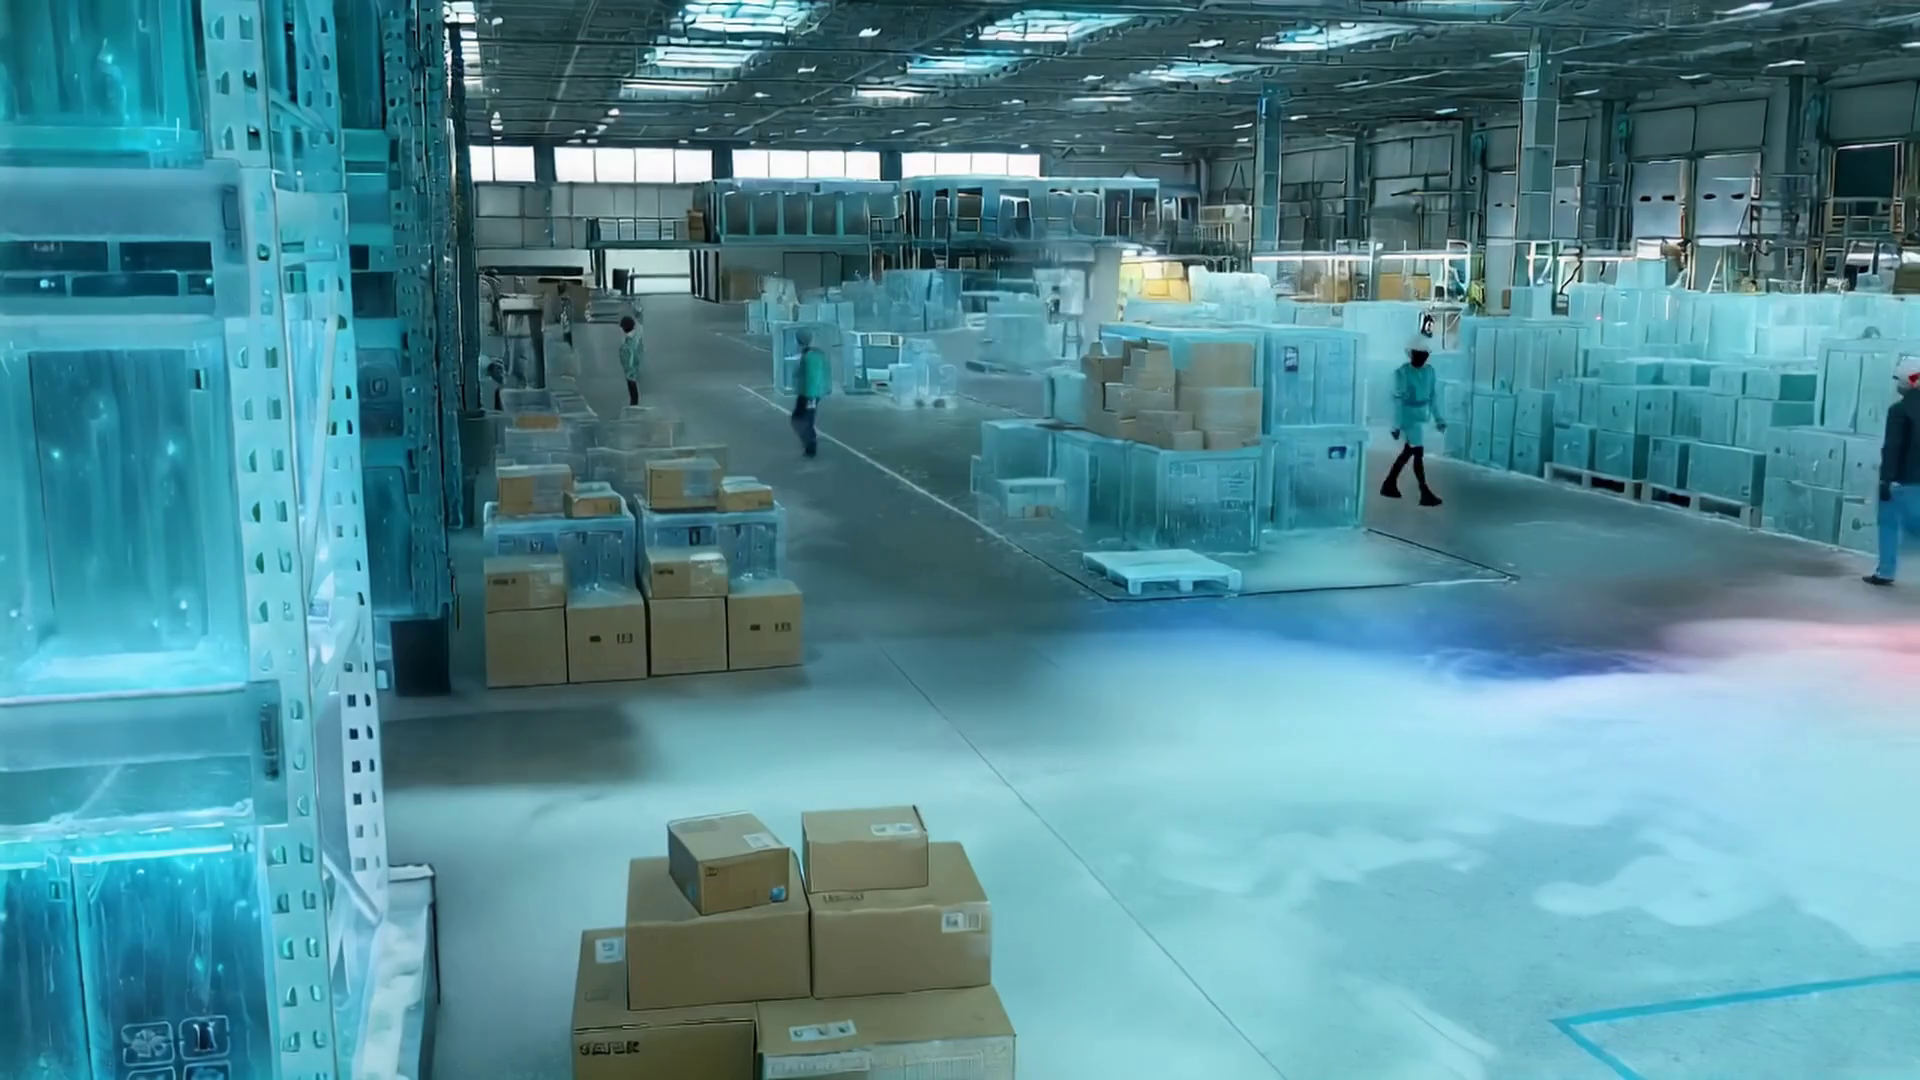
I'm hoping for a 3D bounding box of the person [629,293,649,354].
[{"bbox_3d":[-8.570,-5.770,44.406,0.535,1.609,0.690,-8,13,-38],"label":"person"}]

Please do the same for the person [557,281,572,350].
[{"bbox_3d":[-10.262,-5.723,43.170,0.366,1.962,0.614,-1,10,-4],"label":"person"}]

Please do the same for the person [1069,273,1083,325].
[{"bbox_3d":[4.149,-8.858,61.099,0.575,1.894,0.964,-7,12,-35],"label":"person"}]

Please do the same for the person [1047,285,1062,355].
[{"bbox_3d":[2.501,-5.829,44.085,0.333,1.860,0.526,-8,13,-38],"label":"person"}]

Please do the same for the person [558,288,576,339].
[{"bbox_3d":[-11.919,-6.826,50.421,0.525,1.604,0.670,0,10,0],"label":"person"}]

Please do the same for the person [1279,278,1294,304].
[{"bbox_3d":[10.745,-7.749,55.030,0.598,1.832,0.979,4,11,22],"label":"person"}]

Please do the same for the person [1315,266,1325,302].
[{"bbox_3d":[17.928,-12.691,82.842,0.608,1.887,0.670,-5,11,-26],"label":"person"}]

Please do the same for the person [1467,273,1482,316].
[{"bbox_3d":[18.416,-8.590,59.553,0.584,1.918,0.407,-2,10,-10],"label":"person"}]

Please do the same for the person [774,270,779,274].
[{"bbox_3d":[-7.976,-10.667,71.462,0.688,1.862,0.592,3,10,17],"label":"person"}]

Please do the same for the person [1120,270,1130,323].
[{"bbox_3d":[5.652,-8.406,58.151,0.536,2.000,0.688,4,11,20],"label":"person"}]

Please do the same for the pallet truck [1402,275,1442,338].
[{"bbox_3d":[14.620,-7.324,52.145,0.823,1.965,1.885,8,13,40],"label":"pallet truck"}]

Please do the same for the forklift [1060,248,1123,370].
[{"bbox_3d":[3.316,-5.131,37.226,1.873,2.768,1.129,-3,10,-15],"label":"forklift"}]

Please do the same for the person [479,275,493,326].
[{"bbox_3d":[-17.013,-8.607,59.883,0.600,1.829,0.404,7,12,35],"label":"person"}]

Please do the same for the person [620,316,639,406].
[{"bbox_3d":[-5.642,-2.977,28.381,0.315,1.696,0.540,-3,11,-18],"label":"person"}]

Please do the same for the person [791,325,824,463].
[{"bbox_3d":[-2.039,-1.918,21.999,0.462,1.831,0.652,-2,10,-11],"label":"person"}]

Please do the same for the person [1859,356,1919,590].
[{"bbox_3d":[7.904,-0.525,13.736,0.618,1.967,0.686,-4,11,-24],"label":"person"}]

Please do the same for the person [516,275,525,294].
[{"bbox_3d":[-17.350,-9.595,65.728,0.318,1.741,0.492,-8,13,-37],"label":"person"}]

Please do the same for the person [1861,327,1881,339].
[{"bbox_3d":[11.236,-1.734,20.844,0.641,1.888,1.001,-3,10,-15],"label":"person"}]

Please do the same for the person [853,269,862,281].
[{"bbox_3d":[-4.441,-10.726,71.746,1.013,1.883,0.568,7,12,34],"label":"person"}]

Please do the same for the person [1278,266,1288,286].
[{"bbox_3d":[17.538,-13.965,90.266,0.622,1.820,0.823,-6,12,-29],"label":"person"}]

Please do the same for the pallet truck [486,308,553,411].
[{"bbox_3d":[-6.242,-2.418,24.362,0.823,1.965,1.885,1,10,3],"label":"pallet truck"}]

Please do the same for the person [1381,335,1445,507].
[{"bbox_3d":[5.087,-1.359,18.681,0.553,1.894,0.983,-6,12,-32],"label":"person"}]

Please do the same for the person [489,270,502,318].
[{"bbox_3d":[-17.844,-9.354,63.700,0.654,1.968,0.789,-1,10,-8],"label":"person"}]

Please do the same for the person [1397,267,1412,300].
[{"bbox_3d":[20.099,-11.394,75.396,0.629,1.919,0.641,-9,14,-42],"label":"person"}]
